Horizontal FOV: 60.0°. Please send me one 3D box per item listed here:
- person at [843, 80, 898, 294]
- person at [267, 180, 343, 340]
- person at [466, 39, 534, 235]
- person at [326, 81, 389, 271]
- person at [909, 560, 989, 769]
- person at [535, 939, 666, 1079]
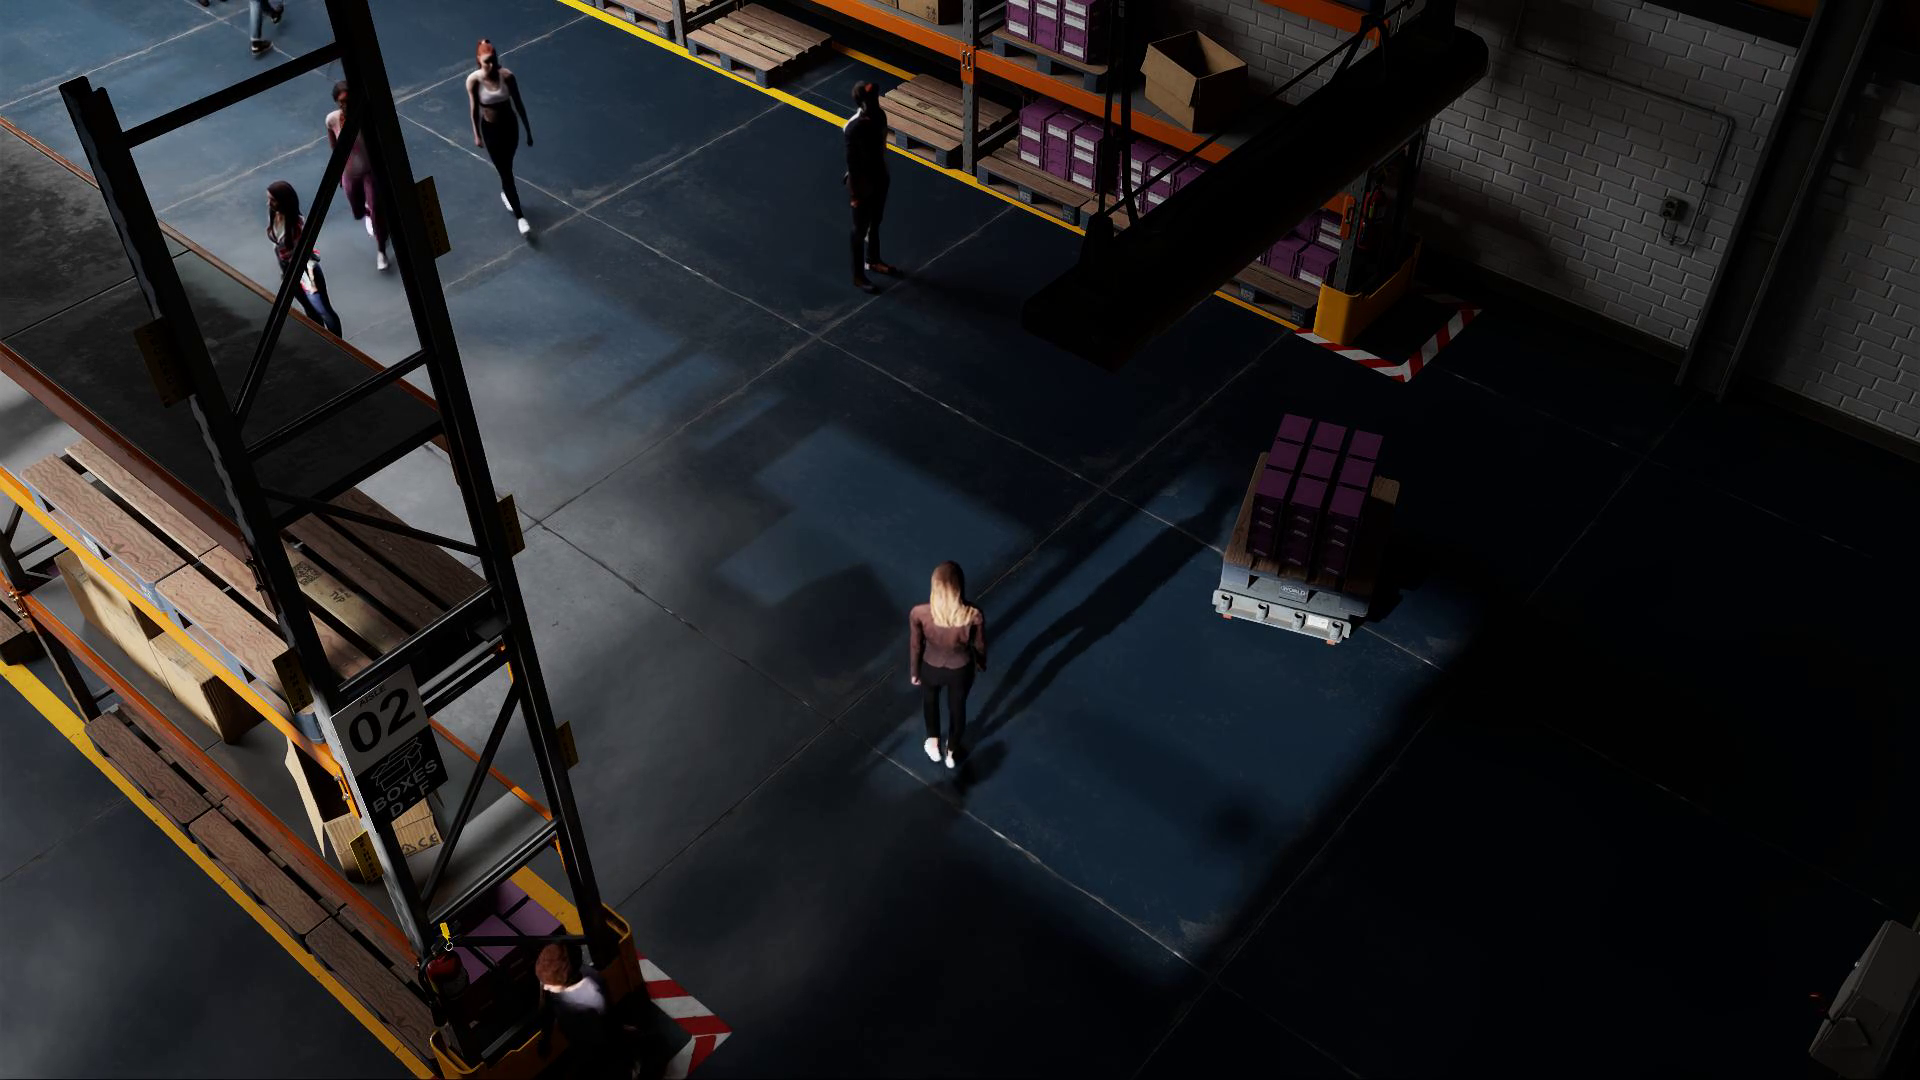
[{"bbox_3d":[-0.772,-3.009,14.021,0.633,1.892,0.710,22,48,22],"label":"person"},{"bbox_3d":[-5.266,-2.160,13.331,0.482,1.614,0.669,25,49,24],"label":"person"},{"bbox_3d":[-4.127,-3.668,14.846,0.877,1.707,1.155,-20,47,-20],"label":"person"},{"bbox_3d":[-5.137,-3.187,14.329,0.887,1.724,0.978,-6,44,-6],"label":"person"},{"bbox_3d":[-0.079,0.837,10.127,0.684,1.693,0.772,1,44,2],"label":"person"},{"bbox_3d":[-1.837,2.443,8.498,1.041,1.616,0.629,28,50,26],"label":"person"}]
